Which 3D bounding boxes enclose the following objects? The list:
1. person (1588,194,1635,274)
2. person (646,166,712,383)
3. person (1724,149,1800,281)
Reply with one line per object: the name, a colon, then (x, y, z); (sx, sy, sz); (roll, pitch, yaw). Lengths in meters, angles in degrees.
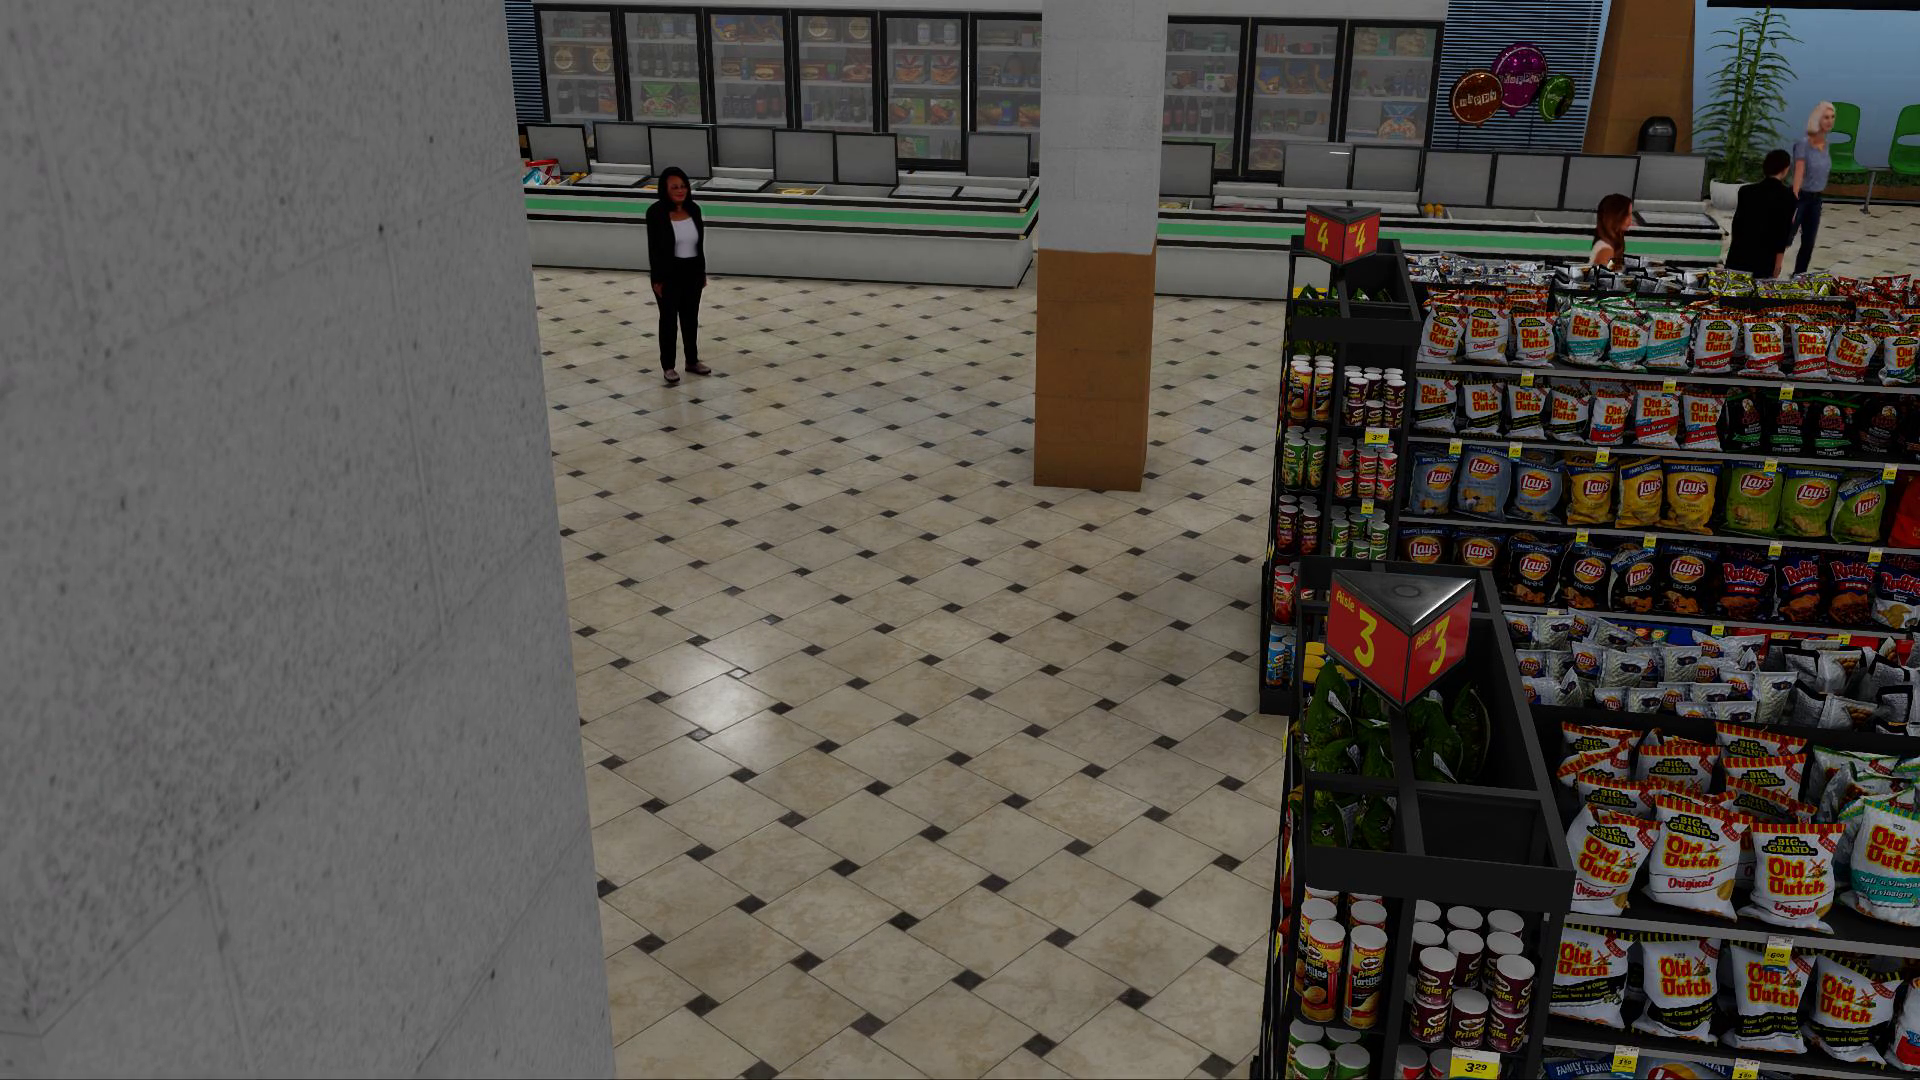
person: (4.099, -1.395, 11.022); (1.115, 1.748, 0.845); (13, 27, 27)
person: (-2.145, -2.021, 12.614); (0.759, 1.617, 0.800); (-21, 31, -40)
person: (5.996, -2.088, 12.699); (1.165, 1.673, 1.134); (-18, 29, -35)
